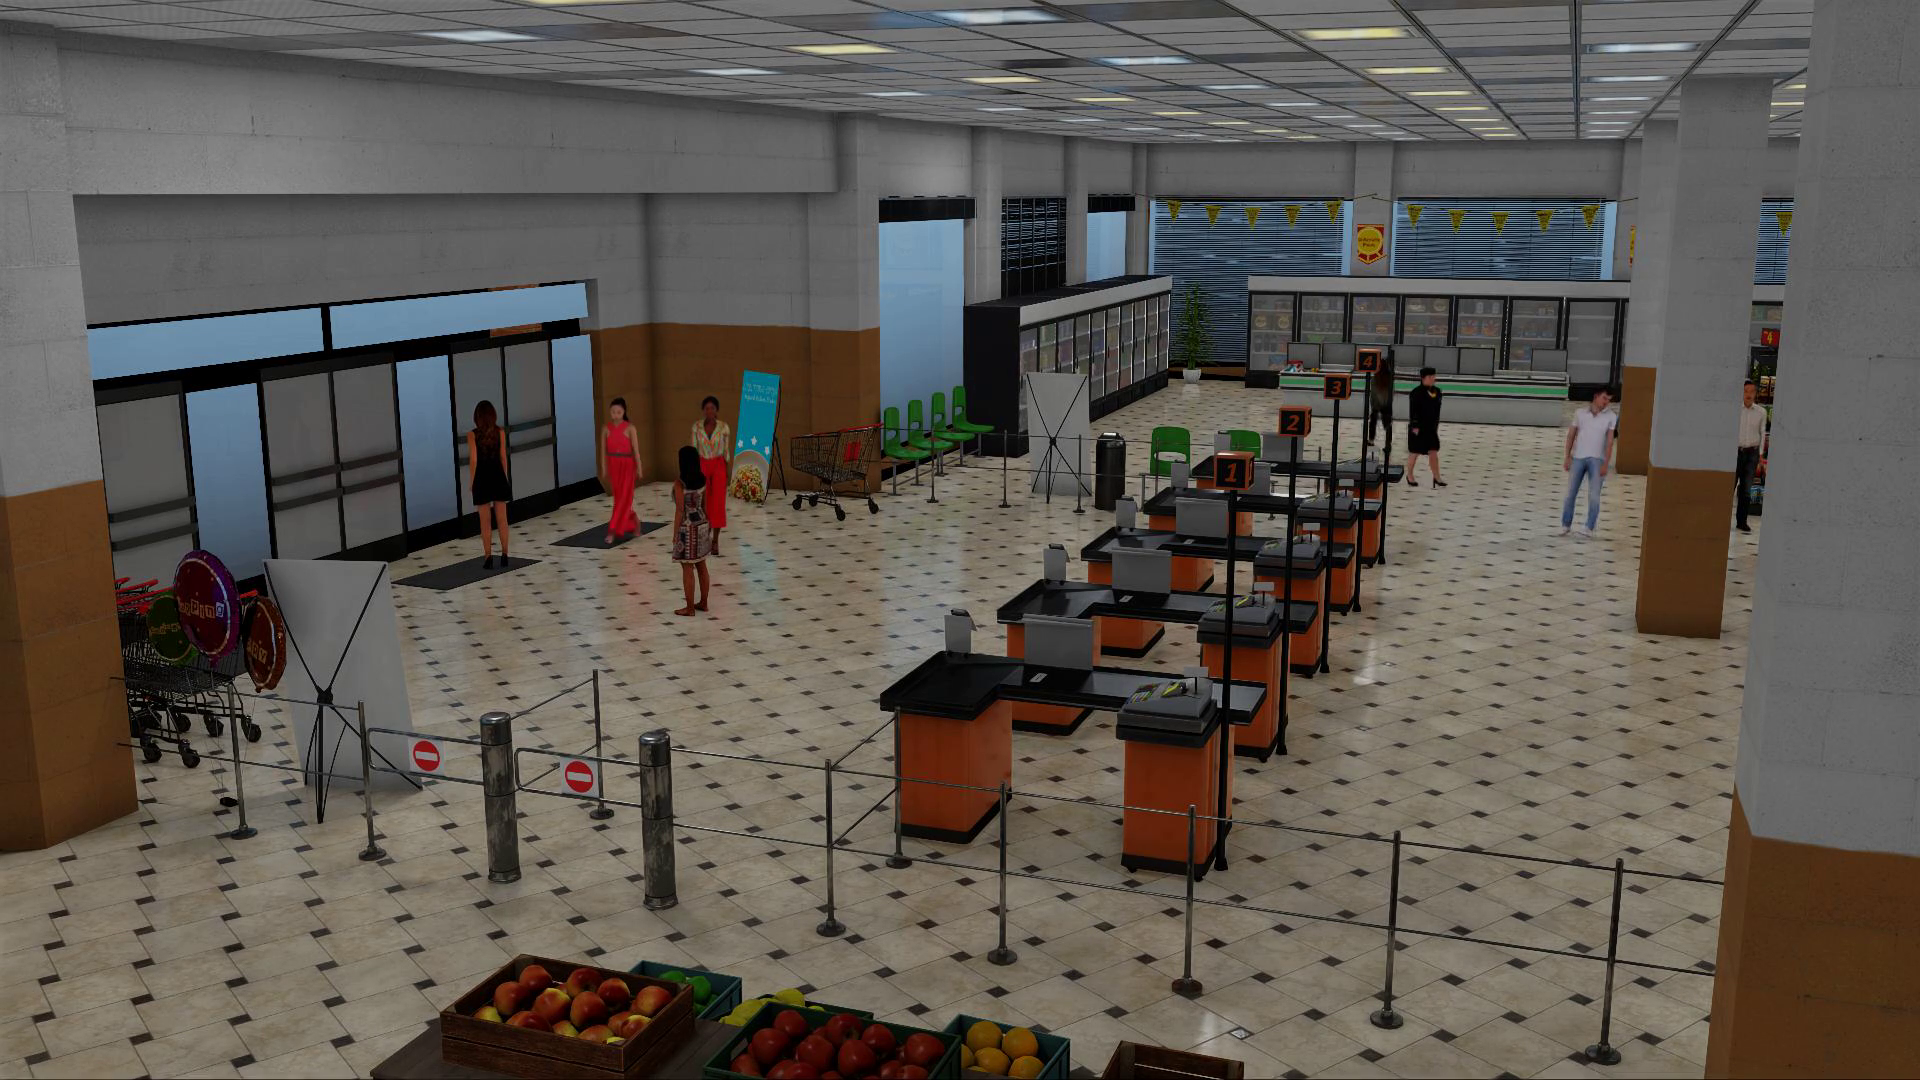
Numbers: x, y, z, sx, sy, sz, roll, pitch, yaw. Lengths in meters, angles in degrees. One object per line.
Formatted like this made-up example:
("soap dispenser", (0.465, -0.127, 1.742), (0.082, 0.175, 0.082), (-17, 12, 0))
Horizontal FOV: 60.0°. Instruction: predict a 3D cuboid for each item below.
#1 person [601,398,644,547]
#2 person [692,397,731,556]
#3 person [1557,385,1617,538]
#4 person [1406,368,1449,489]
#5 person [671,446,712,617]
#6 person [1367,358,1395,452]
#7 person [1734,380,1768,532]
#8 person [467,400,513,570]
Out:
("person", (-3.867, -0.780, 19.190), (1.068, 1.674, 0.703), (3, 12, 12))
("person", (-2.785, -0.730, 18.689), (0.867, 1.782, 0.854), (-1, 12, -7))
("person", (7.386, -0.909, 19.470), (0.693, 1.809, 0.834), (10, 16, 41))
("person", (6.304, -1.526, 22.809), (1.045, 1.641, 1.093), (-5, 13, -22))
("person", (-2.585, -0.097, 16.015), (0.601, 1.645, 0.692), (7, 14, 31))
("person", (6.585, -2.066, 25.863), (1.021, 1.441, 0.951), (-2, 12, -9))
("person", (9.400, -1.022, 20.004), (0.545, 1.811, 0.746), (2, 12, 12))
("person", (-5.063, -0.592, 17.907), (0.669, 1.835, 0.705), (-7, 14, -32))
